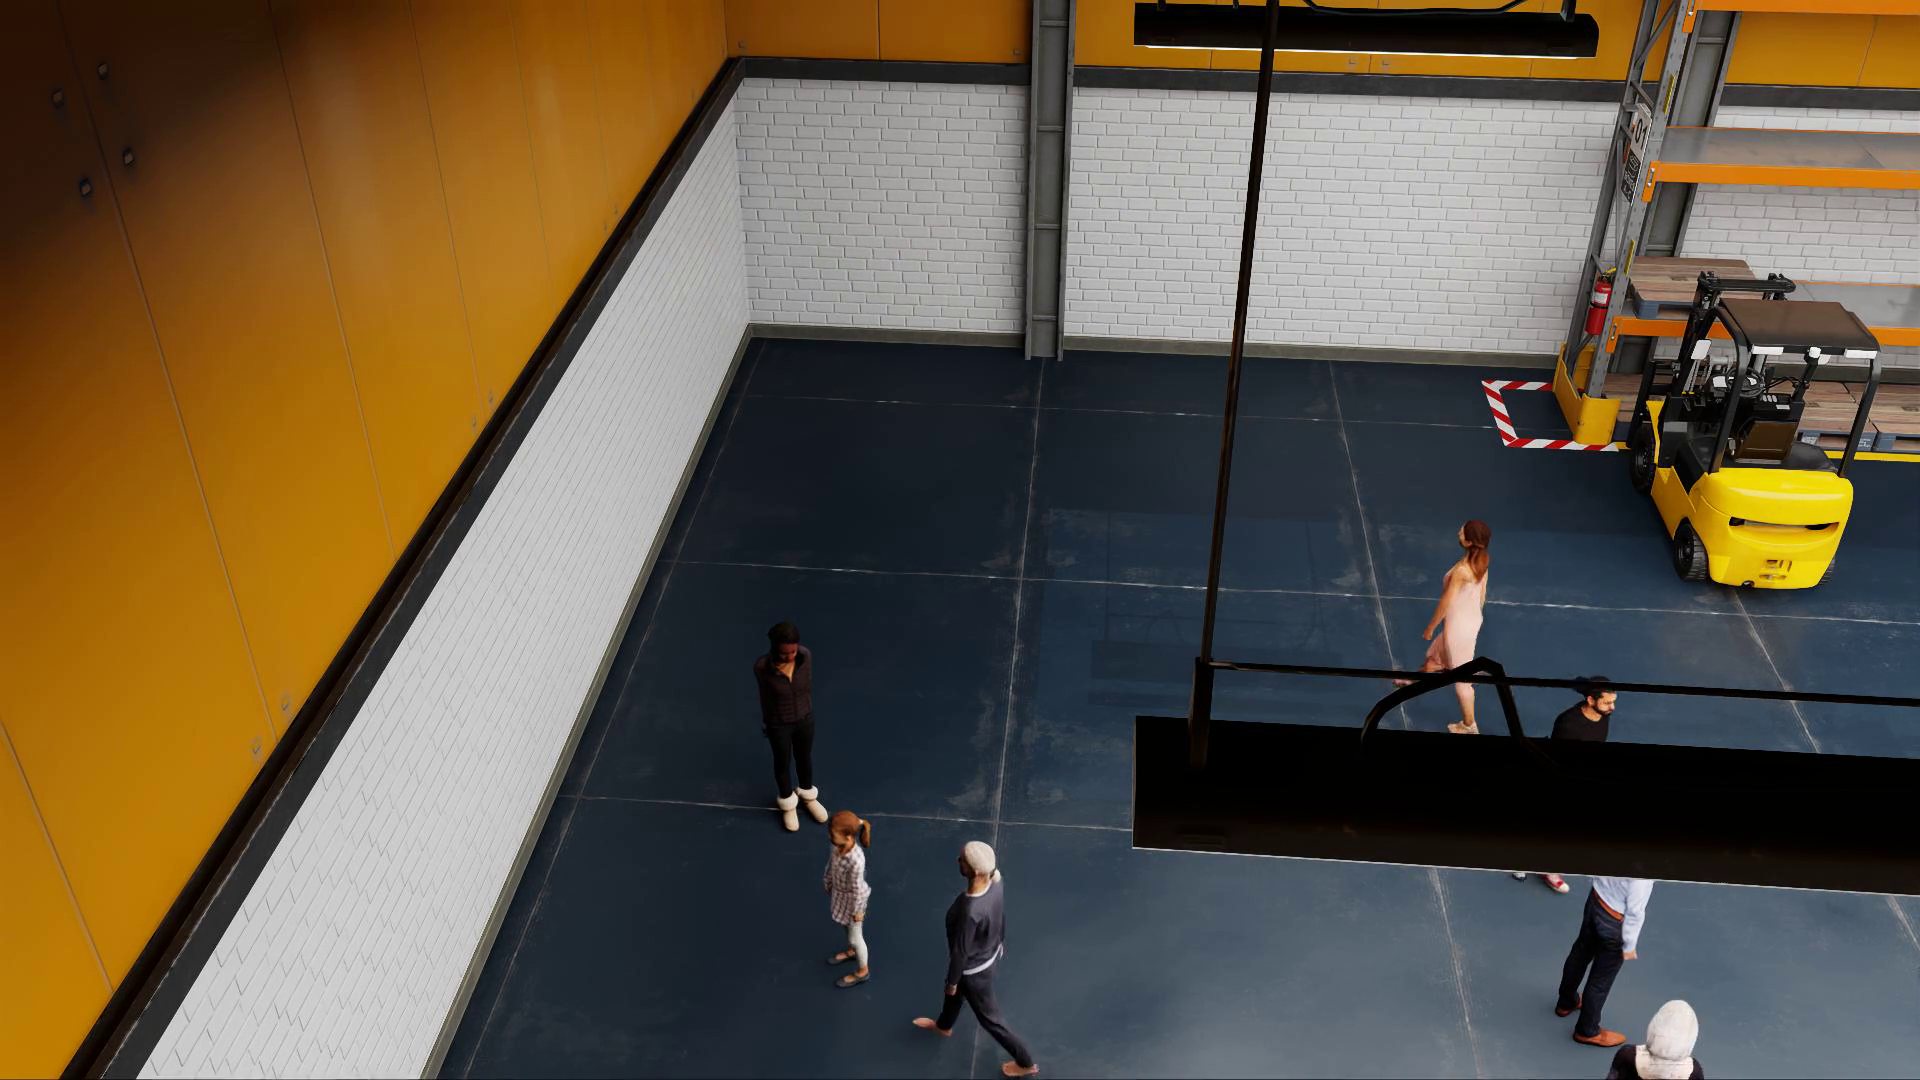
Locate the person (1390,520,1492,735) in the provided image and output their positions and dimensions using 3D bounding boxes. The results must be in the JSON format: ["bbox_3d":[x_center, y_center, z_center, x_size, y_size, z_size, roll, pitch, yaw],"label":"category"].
[{"bbox_3d":[3.699,0.685,12.017,1.130,1.797,0.993,26,42,33],"label":"person"}]

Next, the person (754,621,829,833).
[{"bbox_3d":[-1.171,1.212,11.348,0.755,1.660,0.691,28,42,35],"label":"person"}]

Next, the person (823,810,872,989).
[{"bbox_3d":[-0.656,2.163,10.239,0.676,1.304,0.638,-16,37,-22],"label":"person"}]

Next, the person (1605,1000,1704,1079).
[{"bbox_3d":[3.413,3.078,8.418,1.072,1.796,0.730,7,34,10],"label":"person"}]

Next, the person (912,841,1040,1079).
[{"bbox_3d":[0.167,2.417,9.500,1.148,1.698,0.824,12,35,17],"label":"person"}]

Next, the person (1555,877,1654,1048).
[{"bbox_3d":[3.805,2.215,9.721,0.658,1.792,0.697,-6,34,-8],"label":"person"}]

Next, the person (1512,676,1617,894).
[{"bbox_3d":[3.865,1.533,10.790,0.831,1.745,0.892,-25,41,-32],"label":"person"}]
